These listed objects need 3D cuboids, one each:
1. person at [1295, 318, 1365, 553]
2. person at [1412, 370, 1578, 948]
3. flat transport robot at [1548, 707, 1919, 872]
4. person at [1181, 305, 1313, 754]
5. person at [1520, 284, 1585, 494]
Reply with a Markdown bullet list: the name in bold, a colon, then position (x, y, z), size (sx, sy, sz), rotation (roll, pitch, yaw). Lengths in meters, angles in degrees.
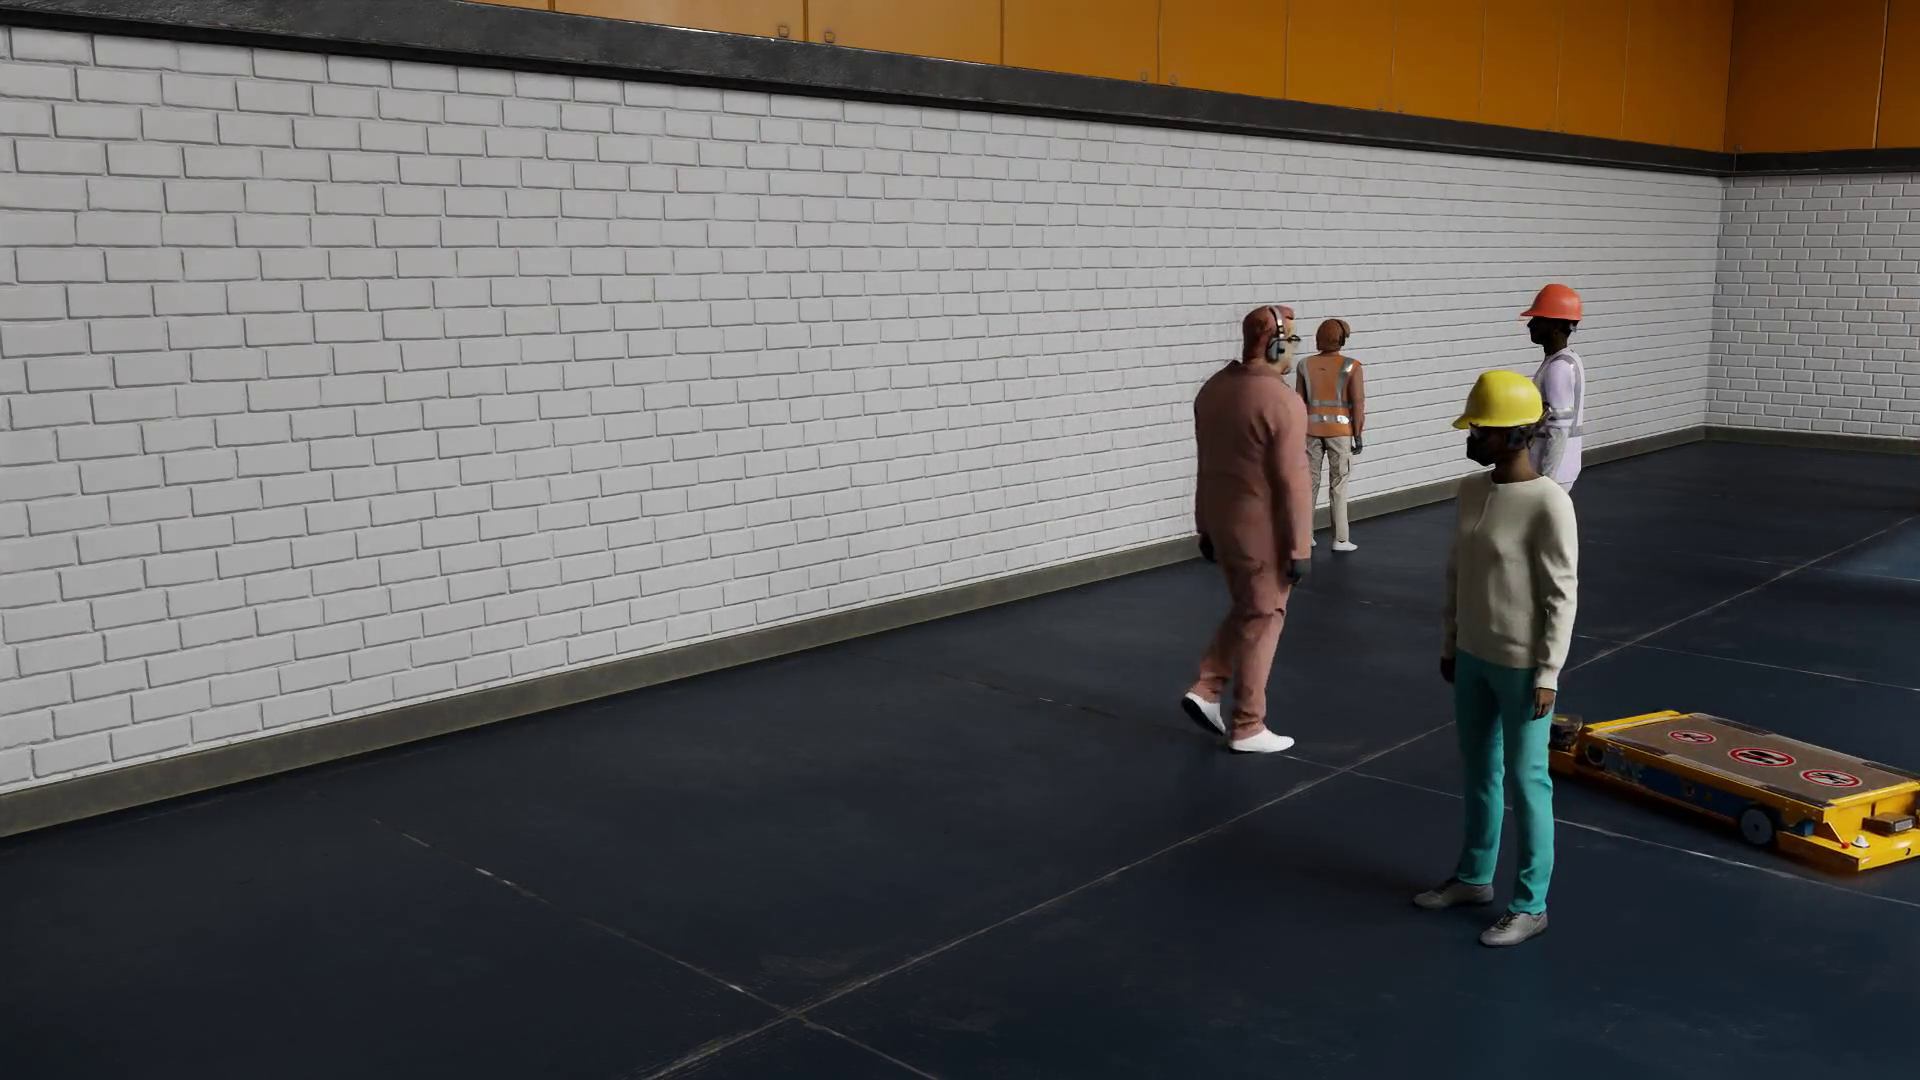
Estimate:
- **person**: position (2.587, -0.729, 11.676), size (0.521, 1.640, 0.306), rotation (7, 12, 36)
- **person**: position (1.648, 0.362, 5.105), size (0.327, 1.765, 0.528), rotation (-3, 11, -19)
- **flat transport robot**: position (2.960, 0.895, 6.320), size (0.652, 0.197, 1.431), rotation (-5, 11, -27)
- **person**: position (1.255, -0.032, 6.980), size (0.416, 1.893, 0.665), rotation (-5, 11, -26)
- **person**: position (3.074, -0.363, 8.730), size (0.347, 1.943, 0.545), rotation (3, 11, 19)
